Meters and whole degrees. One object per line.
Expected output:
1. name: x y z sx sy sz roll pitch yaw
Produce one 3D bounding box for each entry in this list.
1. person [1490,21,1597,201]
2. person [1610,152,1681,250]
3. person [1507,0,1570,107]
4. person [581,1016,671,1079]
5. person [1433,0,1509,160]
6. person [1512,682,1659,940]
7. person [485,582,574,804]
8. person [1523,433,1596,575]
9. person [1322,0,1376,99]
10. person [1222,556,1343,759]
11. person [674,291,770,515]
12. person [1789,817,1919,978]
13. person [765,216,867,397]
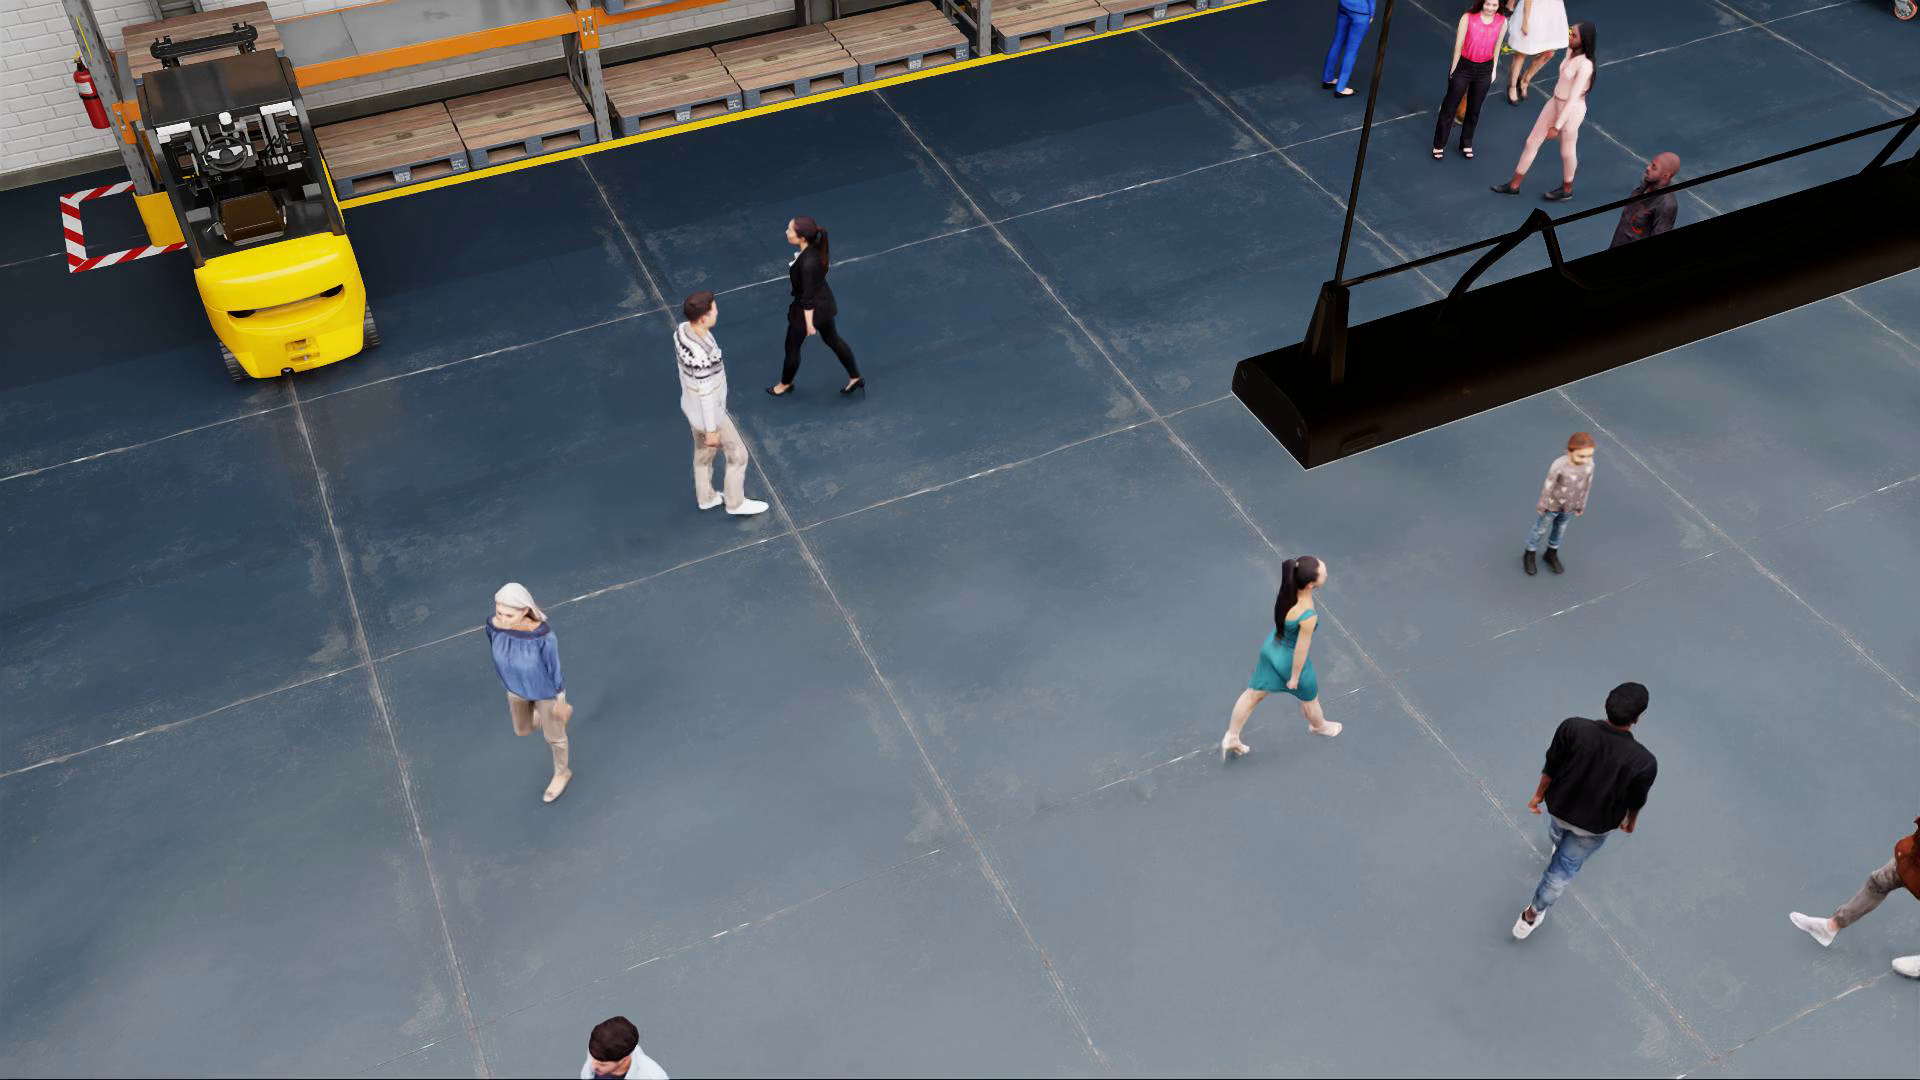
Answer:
1. person: 5.346 -3.691 14.482 1.050 1.689 0.811 -7 44 -7
2. person: 5.212 -2.177 12.795 0.741 1.825 0.776 -1 44 -1
3. person: 5.425 -4.985 15.760 0.773 1.801 0.786 -12 45 -12
4. person: -1.471 2.723 7.662 0.755 1.809 0.717 31 52 29
5. person: 4.641 -4.241 15.078 0.588 1.665 0.719 0 44 0
6. person: 3.327 1.498 8.980 1.031 1.766 1.274 29 51 27
7. person: -2.442 0.813 9.755 0.873 1.688 0.931 13 45 14
8. person: 4.068 -0.271 11.252 0.483 1.194 0.589 -3 44 -3
9. person: 3.768 -5.076 15.933 0.564 1.694 0.601 -19 47 -19
10. person: 1.861 0.730 9.879 1.046 1.638 0.663 -12 45 -13
11. person: -1.811 -0.884 11.419 0.695 1.851 0.716 -16 46 -17
12. person: 5.249 1.725 8.728 1.211 1.784 1.053 6 44 6
13. person: -1.020 -1.707 12.448 1.075 1.623 0.979 10 45 10
